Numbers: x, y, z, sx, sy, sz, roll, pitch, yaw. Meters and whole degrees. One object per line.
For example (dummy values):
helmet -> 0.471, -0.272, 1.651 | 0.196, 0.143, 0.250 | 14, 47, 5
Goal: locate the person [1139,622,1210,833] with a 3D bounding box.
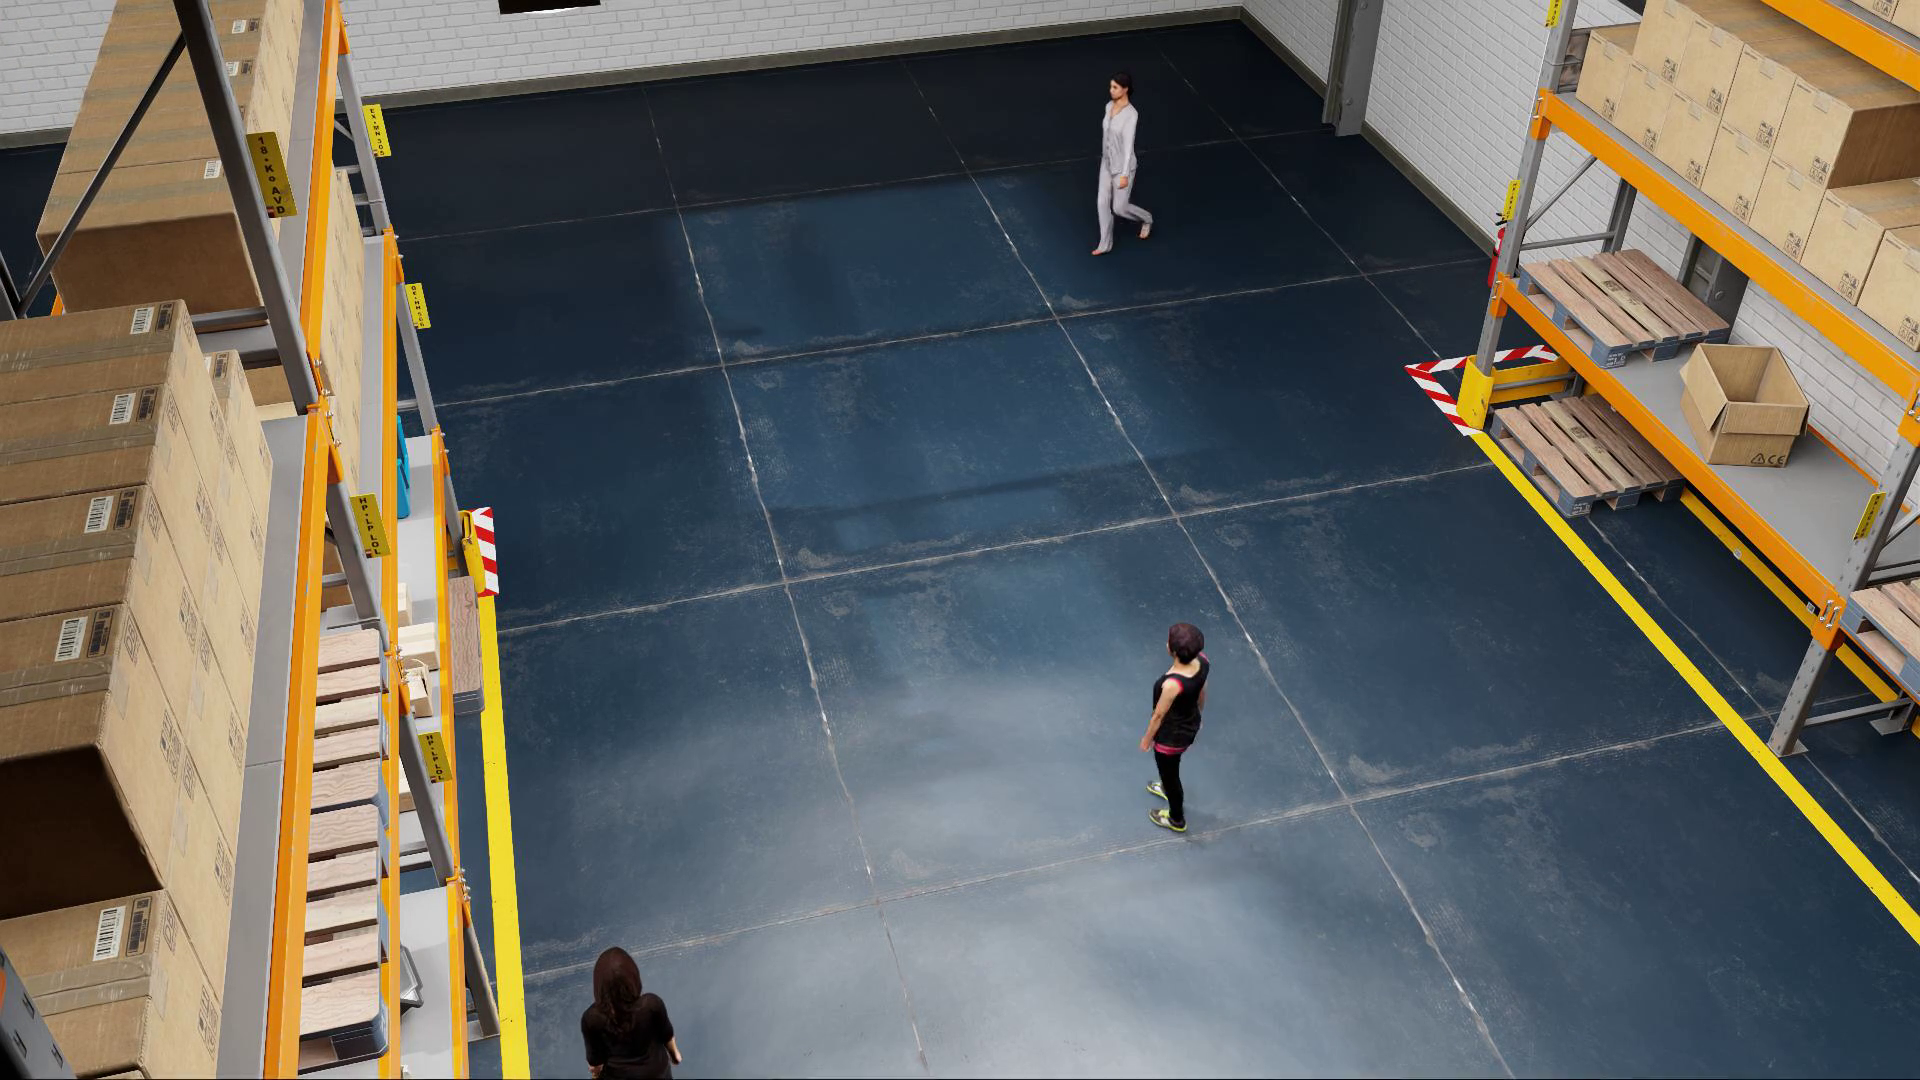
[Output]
person -> 1.325, 1.127, 9.735 | 0.747, 1.542, 0.689 | 23, 44, 26

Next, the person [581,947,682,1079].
person -> -1.539, 2.530, 7.899 | 0.587, 1.642, 0.493 | -11, 40, -13

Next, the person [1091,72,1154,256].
person -> 1.525, -3.457, 15.304 | 0.842, 1.757, 0.902 | -24, 44, -27
